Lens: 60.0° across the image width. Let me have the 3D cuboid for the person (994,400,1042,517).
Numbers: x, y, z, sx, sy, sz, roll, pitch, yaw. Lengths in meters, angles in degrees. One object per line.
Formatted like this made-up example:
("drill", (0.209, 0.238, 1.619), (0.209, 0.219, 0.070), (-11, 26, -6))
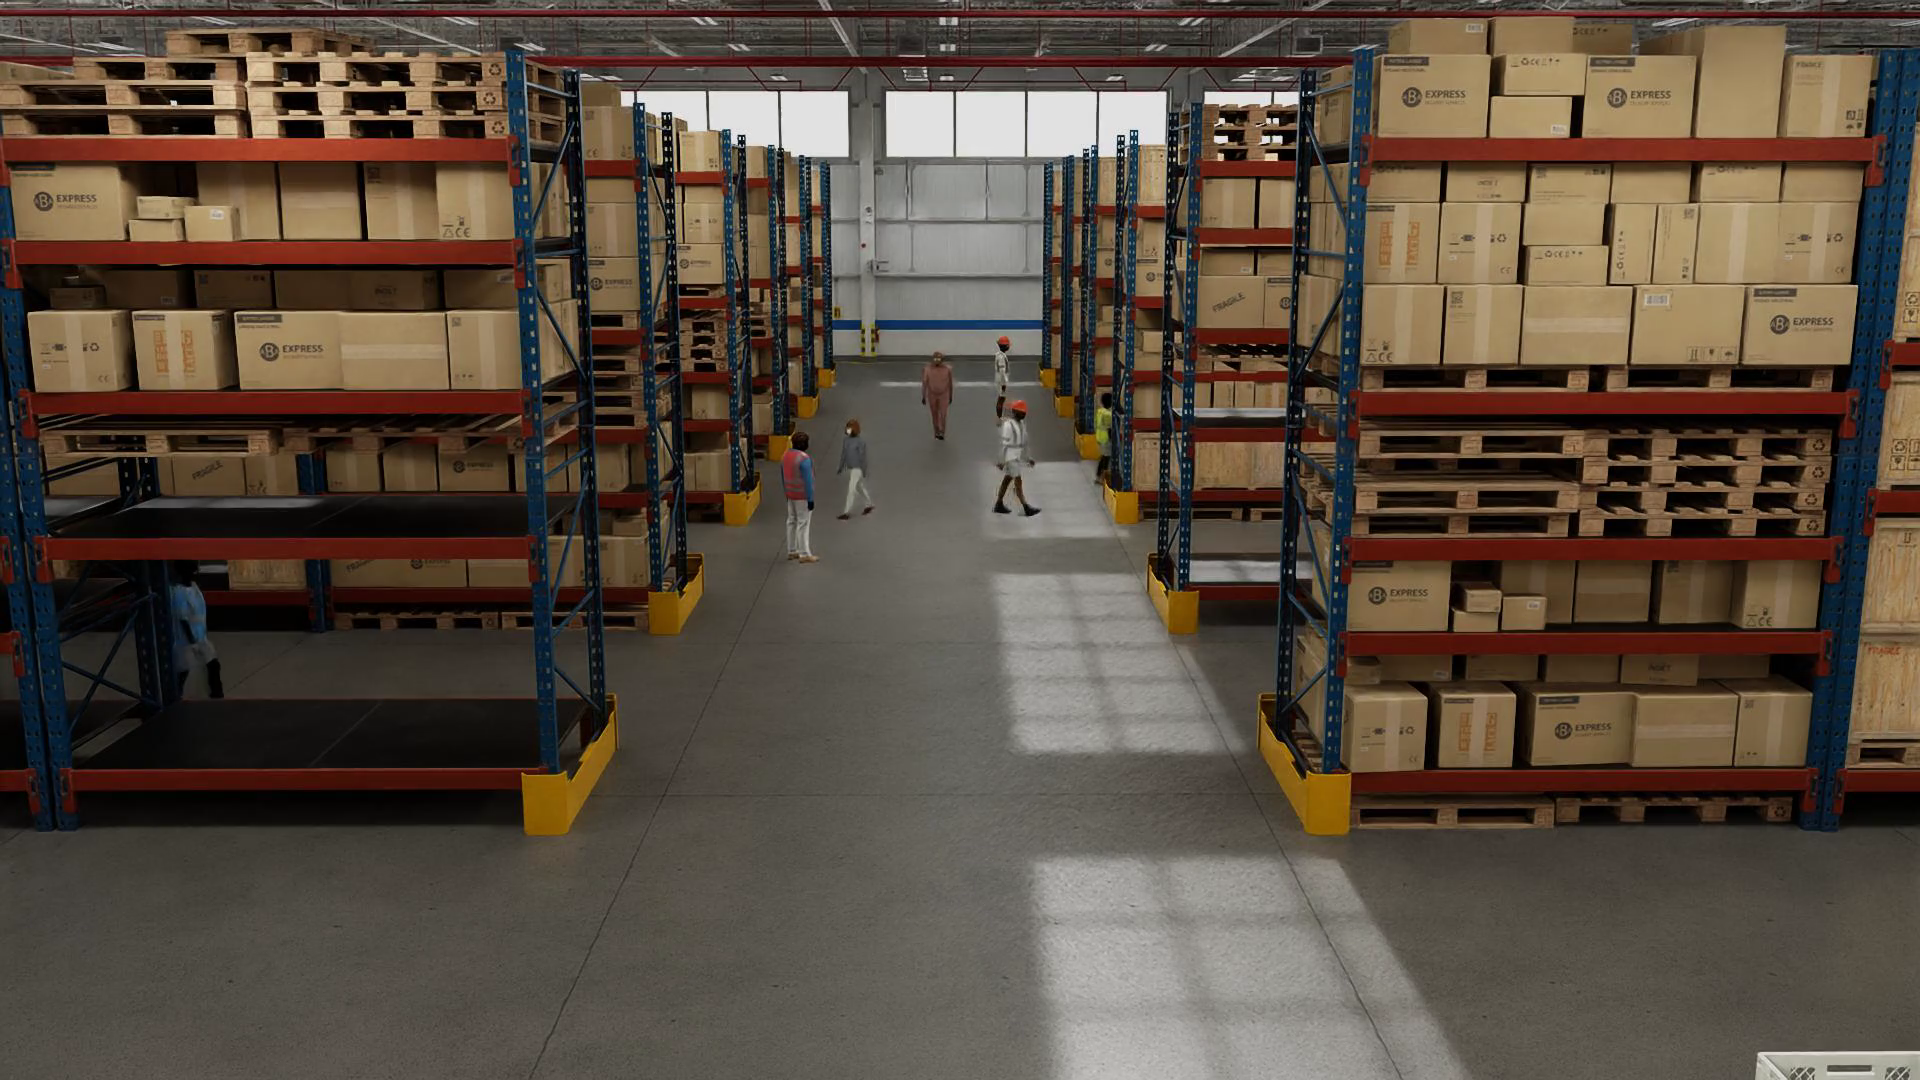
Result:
("person", (0.930, -1.314, 26.695), (0.980, 1.875, 0.549), (6, 13, 28))

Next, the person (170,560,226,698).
("person", (-7.284, 0.961, 15.956), (0.758, 1.670, 0.542), (0, 11, -1))

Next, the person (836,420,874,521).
("person", (-1.661, -1.139, 26.547), (0.856, 1.595, 0.493), (-10, 15, -40))

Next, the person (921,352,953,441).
("person", (-0.493, -3.048, 35.345), (0.665, 1.853, 0.987), (1, 11, 4))

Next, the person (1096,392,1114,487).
("person", (2.590, -1.772, 29.458), (0.327, 1.690, 0.546), (-2, 12, -11))

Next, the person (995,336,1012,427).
("person", (0.987, -3.585, 37.554), (0.379, 2.041, 0.616), (0, 11, -2))

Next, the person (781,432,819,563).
("person", (-2.228, -0.601, 23.264), (0.429, 1.841, 0.634), (-9, 15, -38))
